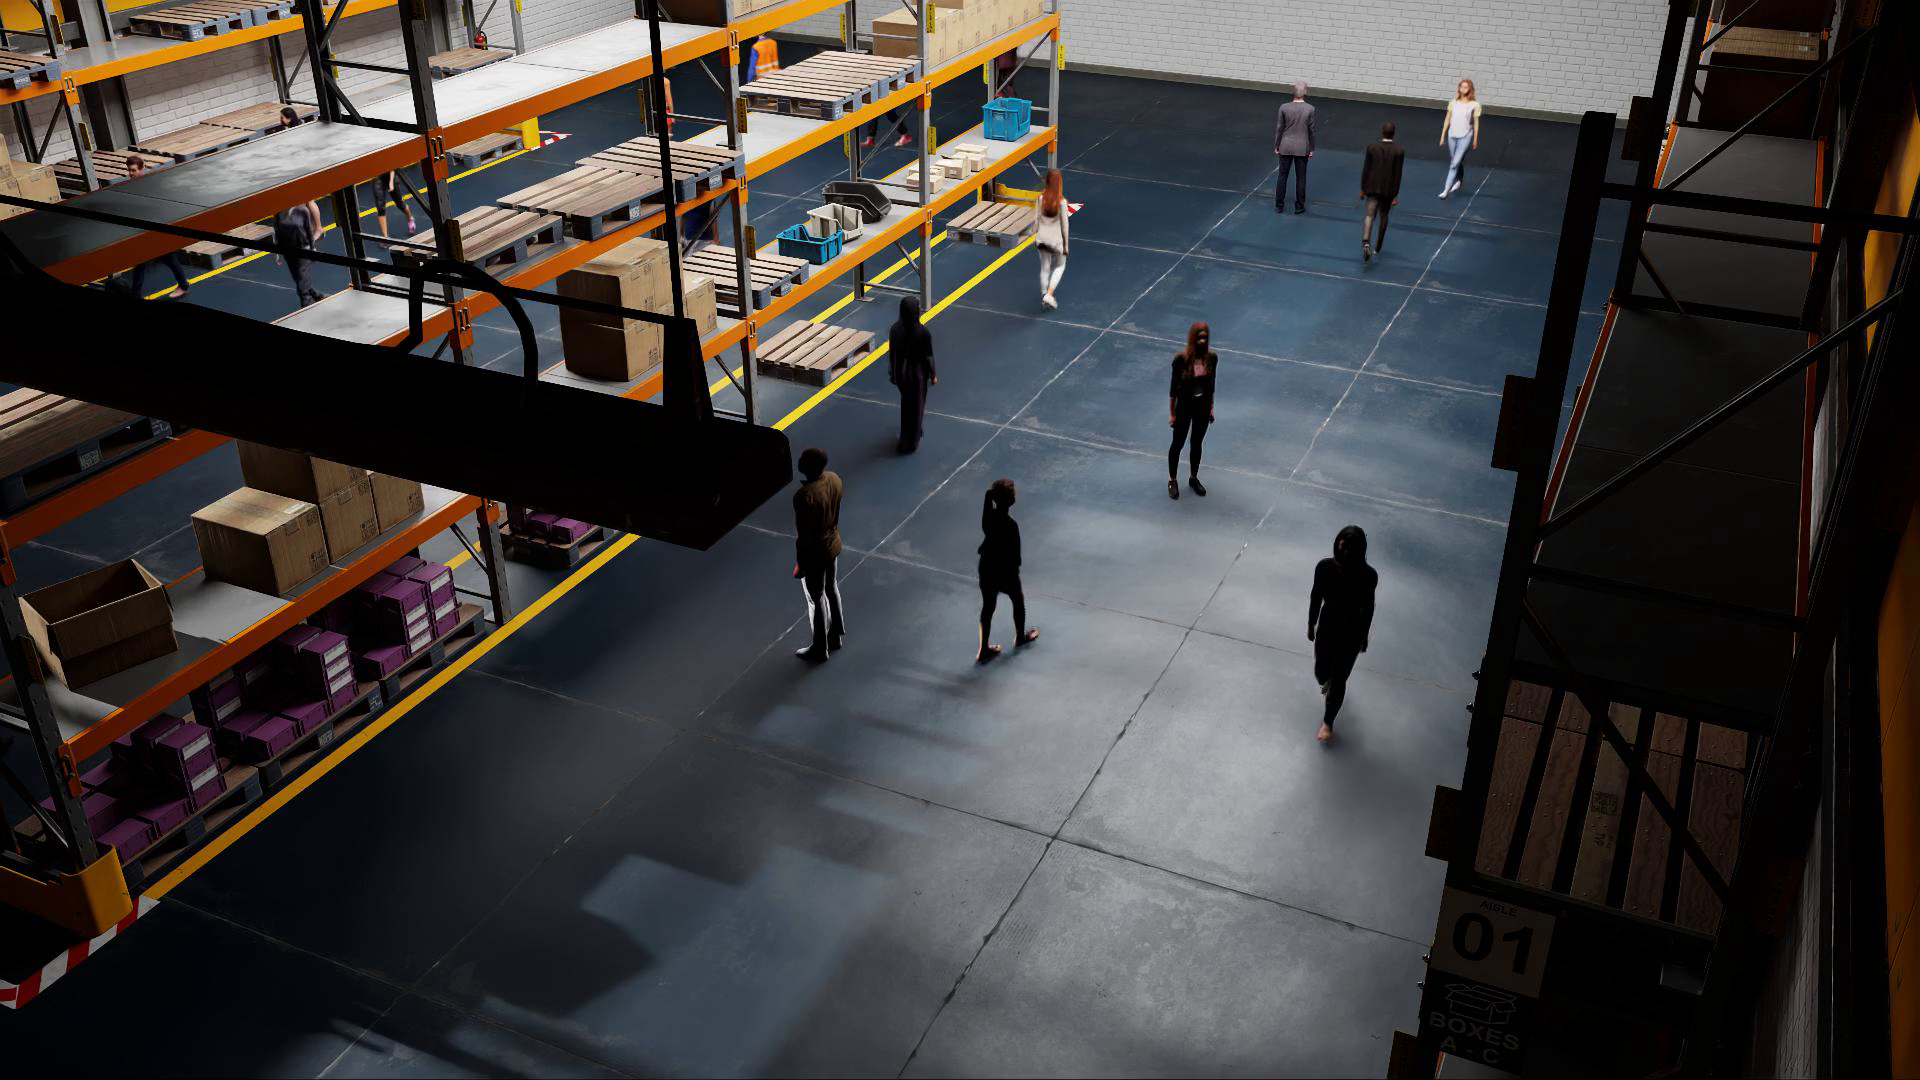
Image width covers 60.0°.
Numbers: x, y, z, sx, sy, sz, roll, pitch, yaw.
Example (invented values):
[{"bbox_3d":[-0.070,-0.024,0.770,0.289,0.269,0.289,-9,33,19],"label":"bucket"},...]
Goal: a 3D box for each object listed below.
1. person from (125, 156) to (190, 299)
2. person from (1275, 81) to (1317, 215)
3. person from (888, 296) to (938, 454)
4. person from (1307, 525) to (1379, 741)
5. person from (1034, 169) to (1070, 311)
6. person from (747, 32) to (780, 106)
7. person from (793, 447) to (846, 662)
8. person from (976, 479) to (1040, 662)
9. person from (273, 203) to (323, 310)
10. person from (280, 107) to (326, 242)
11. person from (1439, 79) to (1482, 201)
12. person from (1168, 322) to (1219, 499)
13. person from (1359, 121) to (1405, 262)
[{"bbox_3d":[-9.669,-3.734,20.038,0.694,1.801,1.135,13,31,23],"label":"person"},{"bbox_3d":[4.669,-5.479,23.193,0.753,1.842,0.657,7,29,13],"label":"person"},{"bbox_3d":[-0.524,-1.616,16.356,0.649,1.609,0.815,16,33,27],"label":"person"},{"bbox_3d":[2.803,0.607,12.166,0.644,1.719,0.839,11,30,19],"label":"person"},{"bbox_3d":[1.035,-3.523,19.764,0.629,1.692,0.635,14,32,24],"label":"person"},{"bbox_3d":[-3.050,-7.337,26.592,0.888,1.850,0.819,22,35,34],"label":"person"},{"bbox_3d":[-1.102,0.092,12.998,0.793,1.824,0.530,15,32,26],"label":"person"},{"bbox_3d":[0.247,0.255,13.005,0.689,1.533,0.904,24,37,37],"label":"person"},{"bbox_3d":[-7.697,-3.339,19.364,0.878,1.753,1.185,1,29,2],"label":"person"},{"bbox_3d":[-8.785,-4.882,22.175,0.822,1.769,0.783,-15,32,-25],"label":"person"},{"bbox_3d":[7.191,-5.743,23.868,0.792,1.659,1.222,19,34,30],"label":"person"},{"bbox_3d":[2.165,-1.238,15.557,0.676,1.710,0.711,-6,29,-11],"label":"person"},{"bbox_3d":[5.399,-4.447,21.377,0.701,1.770,1.131,11,30,19],"label":"person"}]
